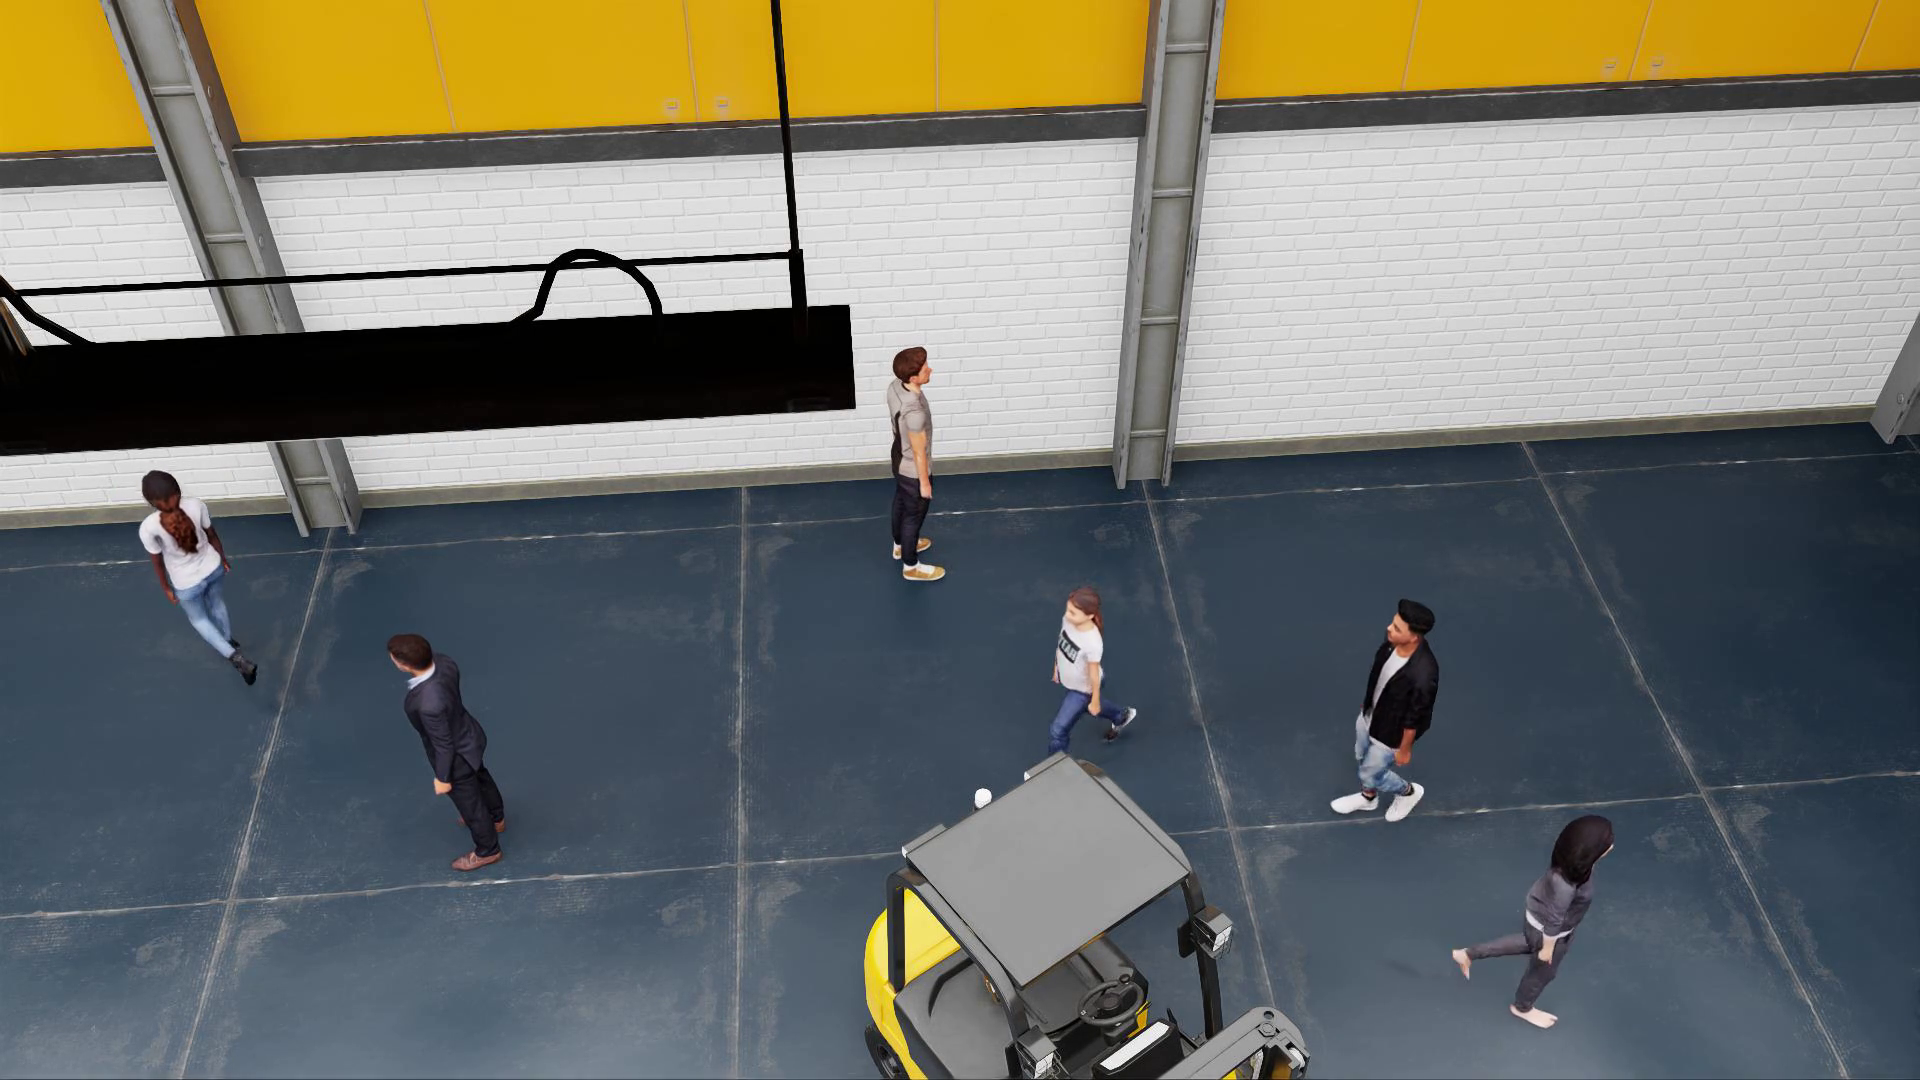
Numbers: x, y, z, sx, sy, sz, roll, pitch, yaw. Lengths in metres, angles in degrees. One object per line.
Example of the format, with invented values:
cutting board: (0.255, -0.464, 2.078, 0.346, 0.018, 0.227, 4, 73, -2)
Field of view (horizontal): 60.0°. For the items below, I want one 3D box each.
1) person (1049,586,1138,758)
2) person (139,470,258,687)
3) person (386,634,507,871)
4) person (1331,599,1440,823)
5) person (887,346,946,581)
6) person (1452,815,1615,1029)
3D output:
person: (0.792, 0.828, 10.082, 1.103, 1.535, 0.779, -17, 46, -17)
person: (-4.800, 0.259, 10.558, 1.002, 1.703, 0.946, 31, 52, 29)
person: (-2.893, 1.187, 9.469, 0.562, 1.861, 0.619, -4, 44, -4)
person: (2.598, 1.027, 9.688, 0.764, 1.791, 0.721, -7, 44, -7)
person: (-0.325, -0.528, 11.246, 0.607, 1.893, 0.697, -12, 45, -12)
person: (3.007, 1.971, 8.729, 0.960, 1.747, 0.805, 13, 45, 13)
